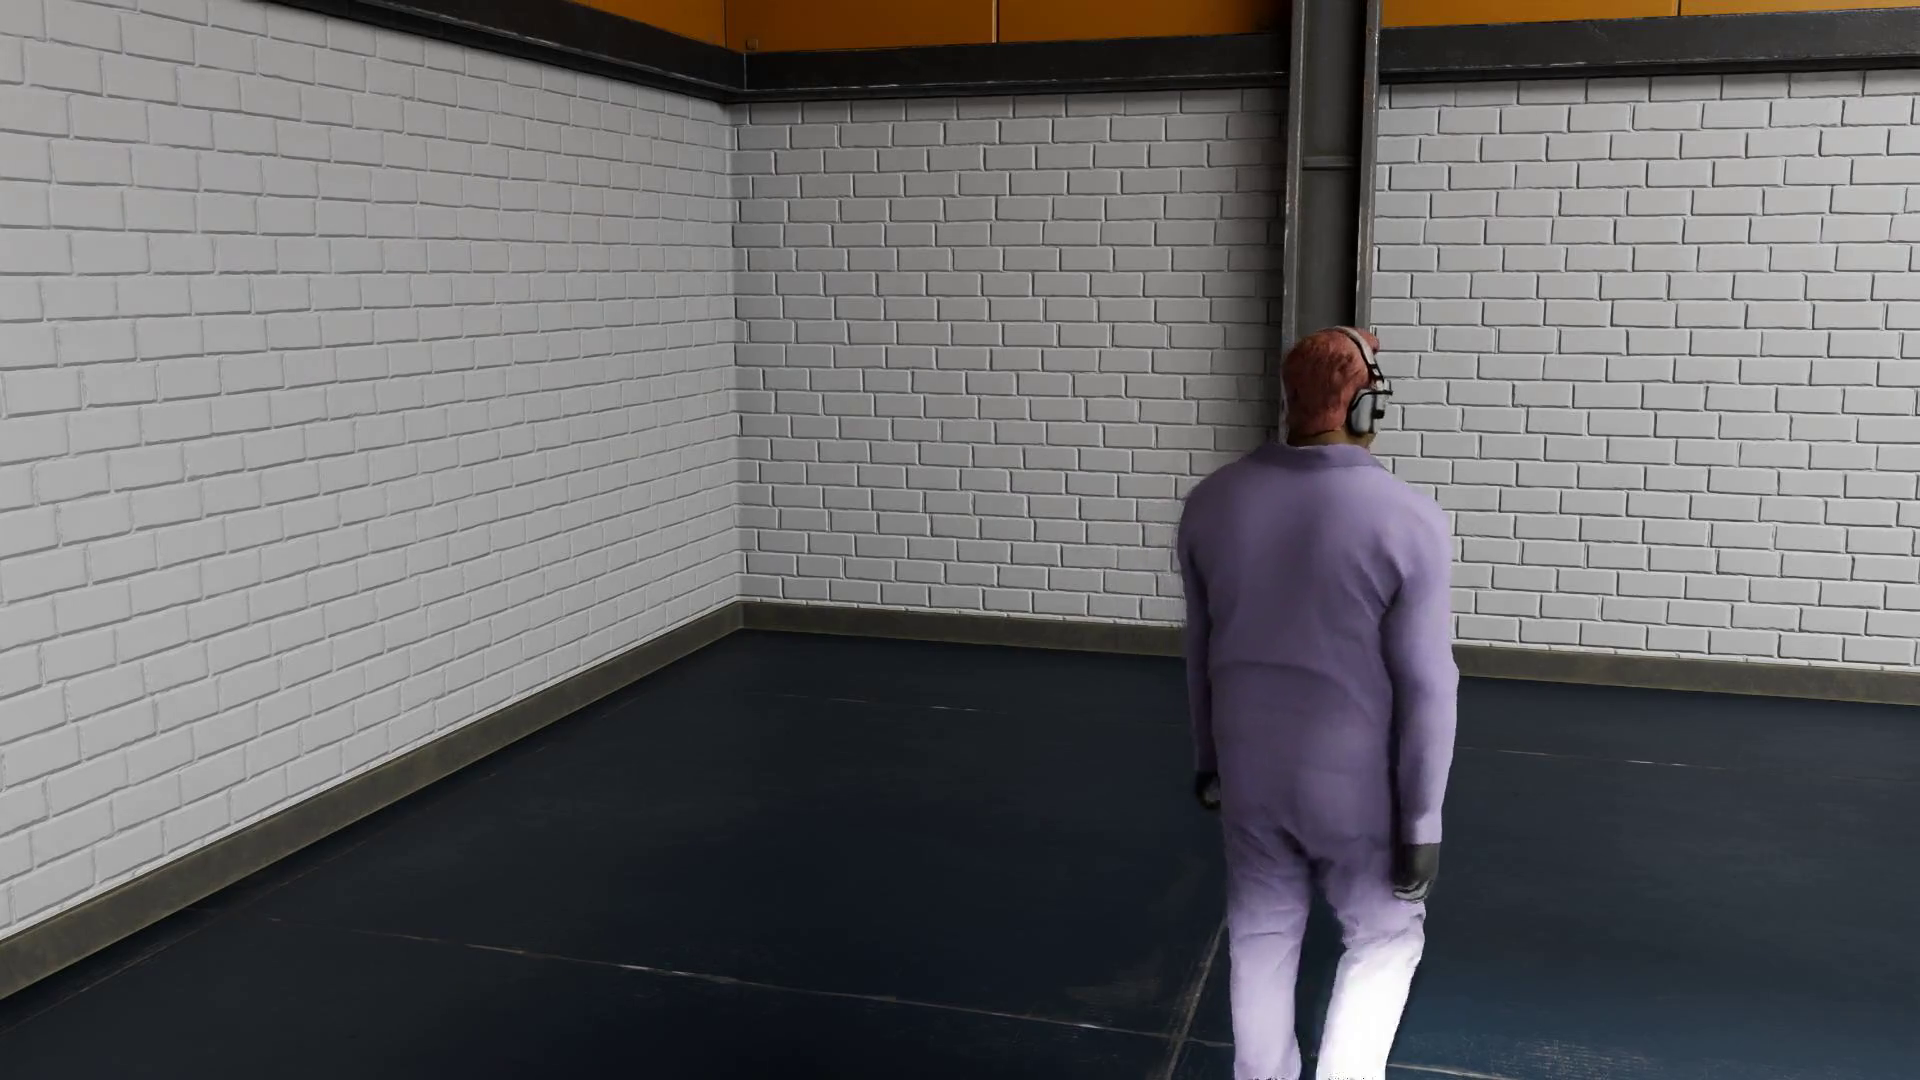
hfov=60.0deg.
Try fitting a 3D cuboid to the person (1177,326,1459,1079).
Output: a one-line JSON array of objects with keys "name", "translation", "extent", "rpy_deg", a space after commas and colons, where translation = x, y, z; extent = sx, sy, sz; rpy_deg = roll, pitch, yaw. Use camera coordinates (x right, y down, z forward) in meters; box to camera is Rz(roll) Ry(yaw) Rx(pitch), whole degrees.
[{"name": "person", "translation": [0.759, 0.493, 3.622], "extent": [0.690, 1.911, 0.405], "rpy_deg": [8, 12, 40]}]
